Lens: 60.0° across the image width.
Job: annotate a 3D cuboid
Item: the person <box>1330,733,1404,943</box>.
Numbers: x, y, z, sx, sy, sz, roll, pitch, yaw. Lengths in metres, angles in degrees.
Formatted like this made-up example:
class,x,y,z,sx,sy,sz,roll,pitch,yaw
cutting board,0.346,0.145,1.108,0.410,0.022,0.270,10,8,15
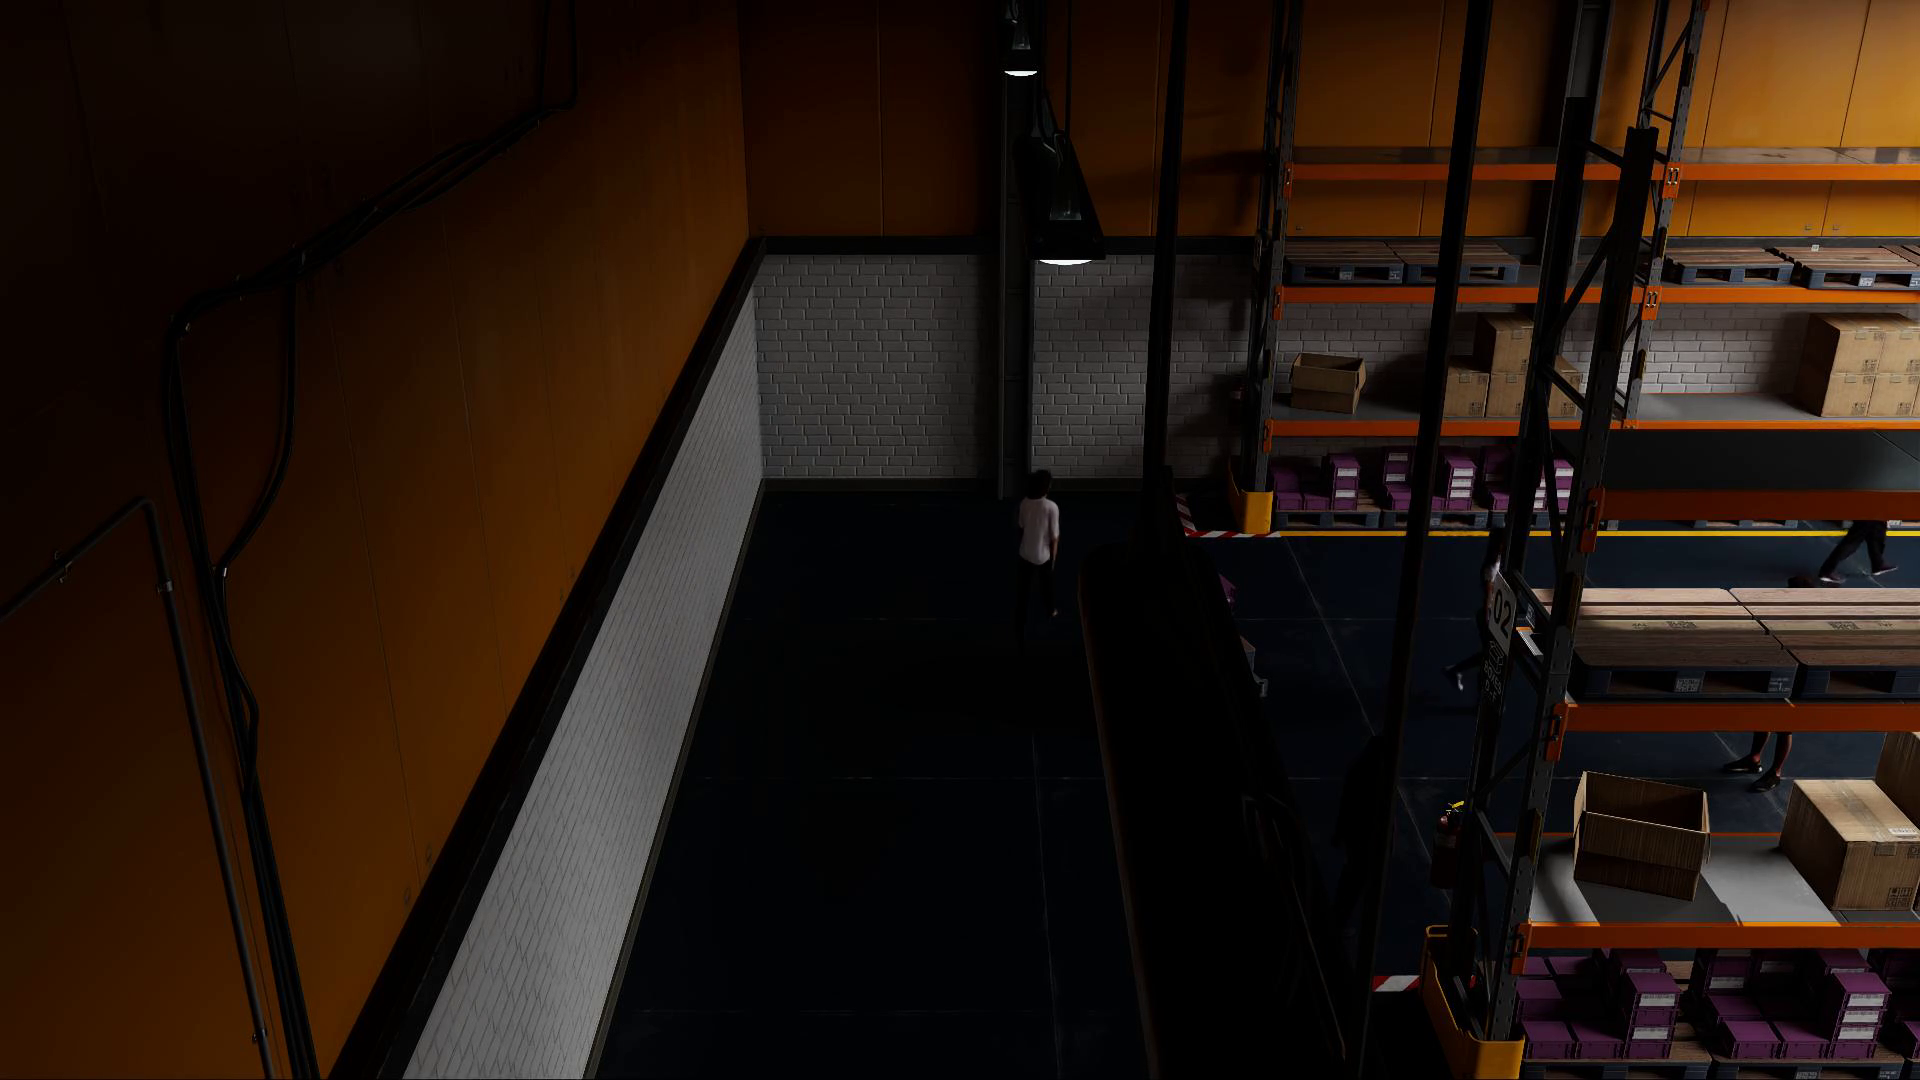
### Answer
class,x,y,z,sx,sy,sz,roll,pitch,yaw
person,2.733,2.117,11.494,0.714,1.712,0.772,20,31,39

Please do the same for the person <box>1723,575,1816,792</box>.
class,x,y,z,sx,sy,sz,roll,pitch,yaw
person,6.703,1.133,13.558,0.695,1.862,0.737,-7,25,-16

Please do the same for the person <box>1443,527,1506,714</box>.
class,x,y,z,sx,sy,sz,roll,pitch,yaw
person,4.615,0.693,14.688,0.959,1.763,0.871,17,29,34

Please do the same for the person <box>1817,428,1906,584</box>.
class,x,y,z,sx,sy,sz,roll,pitch,yaw
person,9.289,-0.323,17.111,1.122,1.684,0.622,-1,24,-2

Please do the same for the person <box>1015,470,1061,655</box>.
class,x,y,z,sx,sy,sz,roll,pitch,yaw
person,0.682,0.259,15.735,1.196,1.720,1.027,9,25,21
